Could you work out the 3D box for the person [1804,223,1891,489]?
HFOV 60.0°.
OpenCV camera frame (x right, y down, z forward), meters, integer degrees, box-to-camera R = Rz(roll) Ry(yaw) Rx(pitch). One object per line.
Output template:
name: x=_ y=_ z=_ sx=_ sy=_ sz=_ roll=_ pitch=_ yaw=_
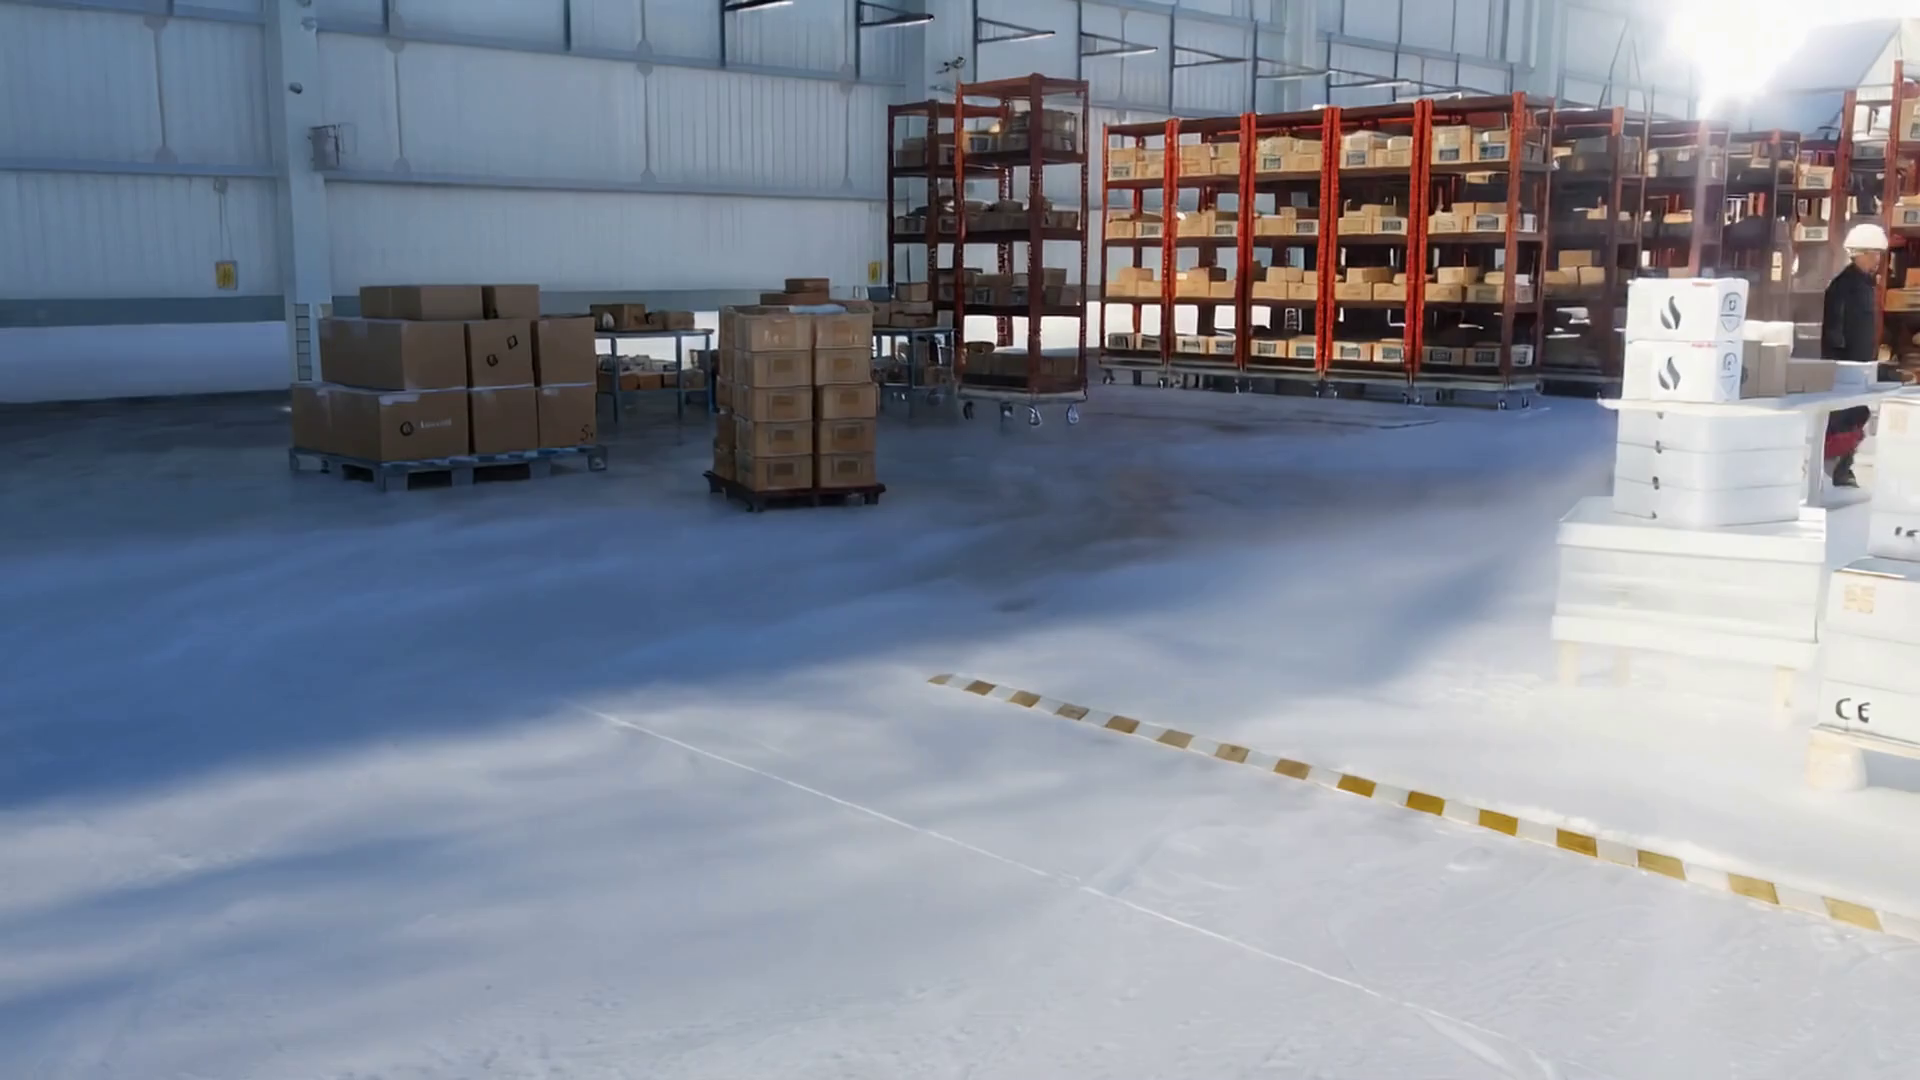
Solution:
person: x=6.335 y=-1.264 z=11.926 sx=0.619 sy=1.981 sz=0.504 roll=-9 pitch=13 yaw=-43
